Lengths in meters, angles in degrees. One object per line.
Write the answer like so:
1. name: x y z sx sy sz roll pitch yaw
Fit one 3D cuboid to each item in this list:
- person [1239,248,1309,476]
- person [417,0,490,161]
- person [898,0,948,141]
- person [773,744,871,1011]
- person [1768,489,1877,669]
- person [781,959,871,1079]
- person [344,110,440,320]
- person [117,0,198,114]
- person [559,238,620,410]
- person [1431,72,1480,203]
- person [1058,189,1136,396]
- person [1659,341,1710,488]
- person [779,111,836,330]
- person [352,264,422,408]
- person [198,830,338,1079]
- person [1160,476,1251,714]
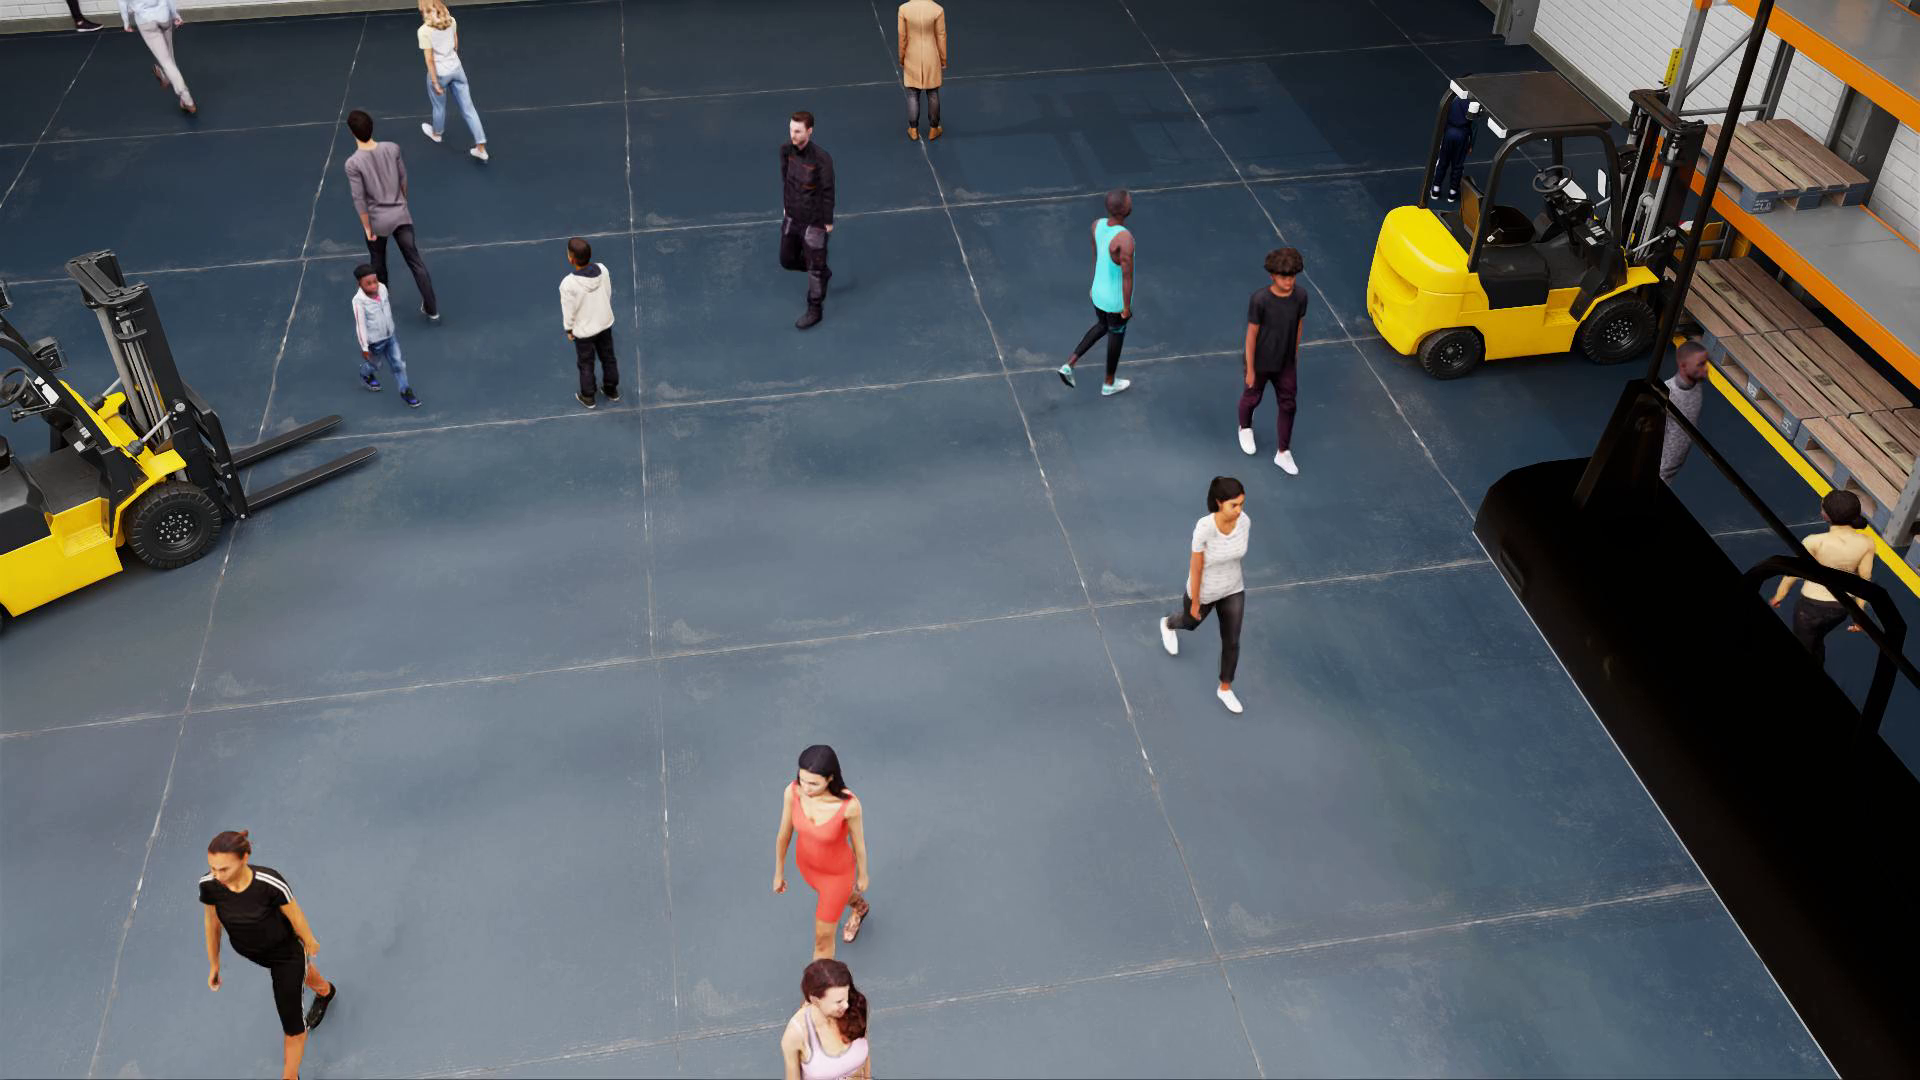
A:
1. person: 2.286 -1.411 12.389 0.660 1.755 0.921 -8 39 -10
2. person: -4.976 -4.529 16.371 1.222 1.659 1.125 27 46 29
3. person: -0.380 -4.873 16.746 0.700 1.728 0.692 2 39 3
4. person: -0.659 1.650 8.624 1.034 1.669 1.218 15 41 18
5. person: 5.304 0.452 10.160 0.684 1.625 0.738 8 39 10
6. person: -0.581 2.507 7.478 0.772 1.762 0.878 -18 42 -21
7. person: -4.741 -2.666 13.922 1.082 1.804 1.281 -28 46 -30
8. person: -8.294 -5.324 17.224 1.313 1.836 1.167 31 48 33
9. person: -2.852 -1.691 12.983 0.696 1.451 0.719 -27 46 -29
10. person: 4.723 -3.839 15.830 0.571 1.255 0.601 14 41 17
11. person: 1.094 -1.874 12.933 0.869 1.799 0.912 -21 43 -25
12. person: 4.708 -0.538 11.228 0.759 1.839 0.750 -29 47 -31
13. person: -1.242 -2.723 13.911 0.967 1.905 1.026 24 44 27
14. person: -4.614 -1.640 13.092 0.894 1.235 0.805 26 45 28
15. person: -3.392 1.946 8.284 0.844 1.632 1.133 8 39 9
16. person: 1.535 0.267 10.405 0.698 1.609 1.124 -13 40 -15
